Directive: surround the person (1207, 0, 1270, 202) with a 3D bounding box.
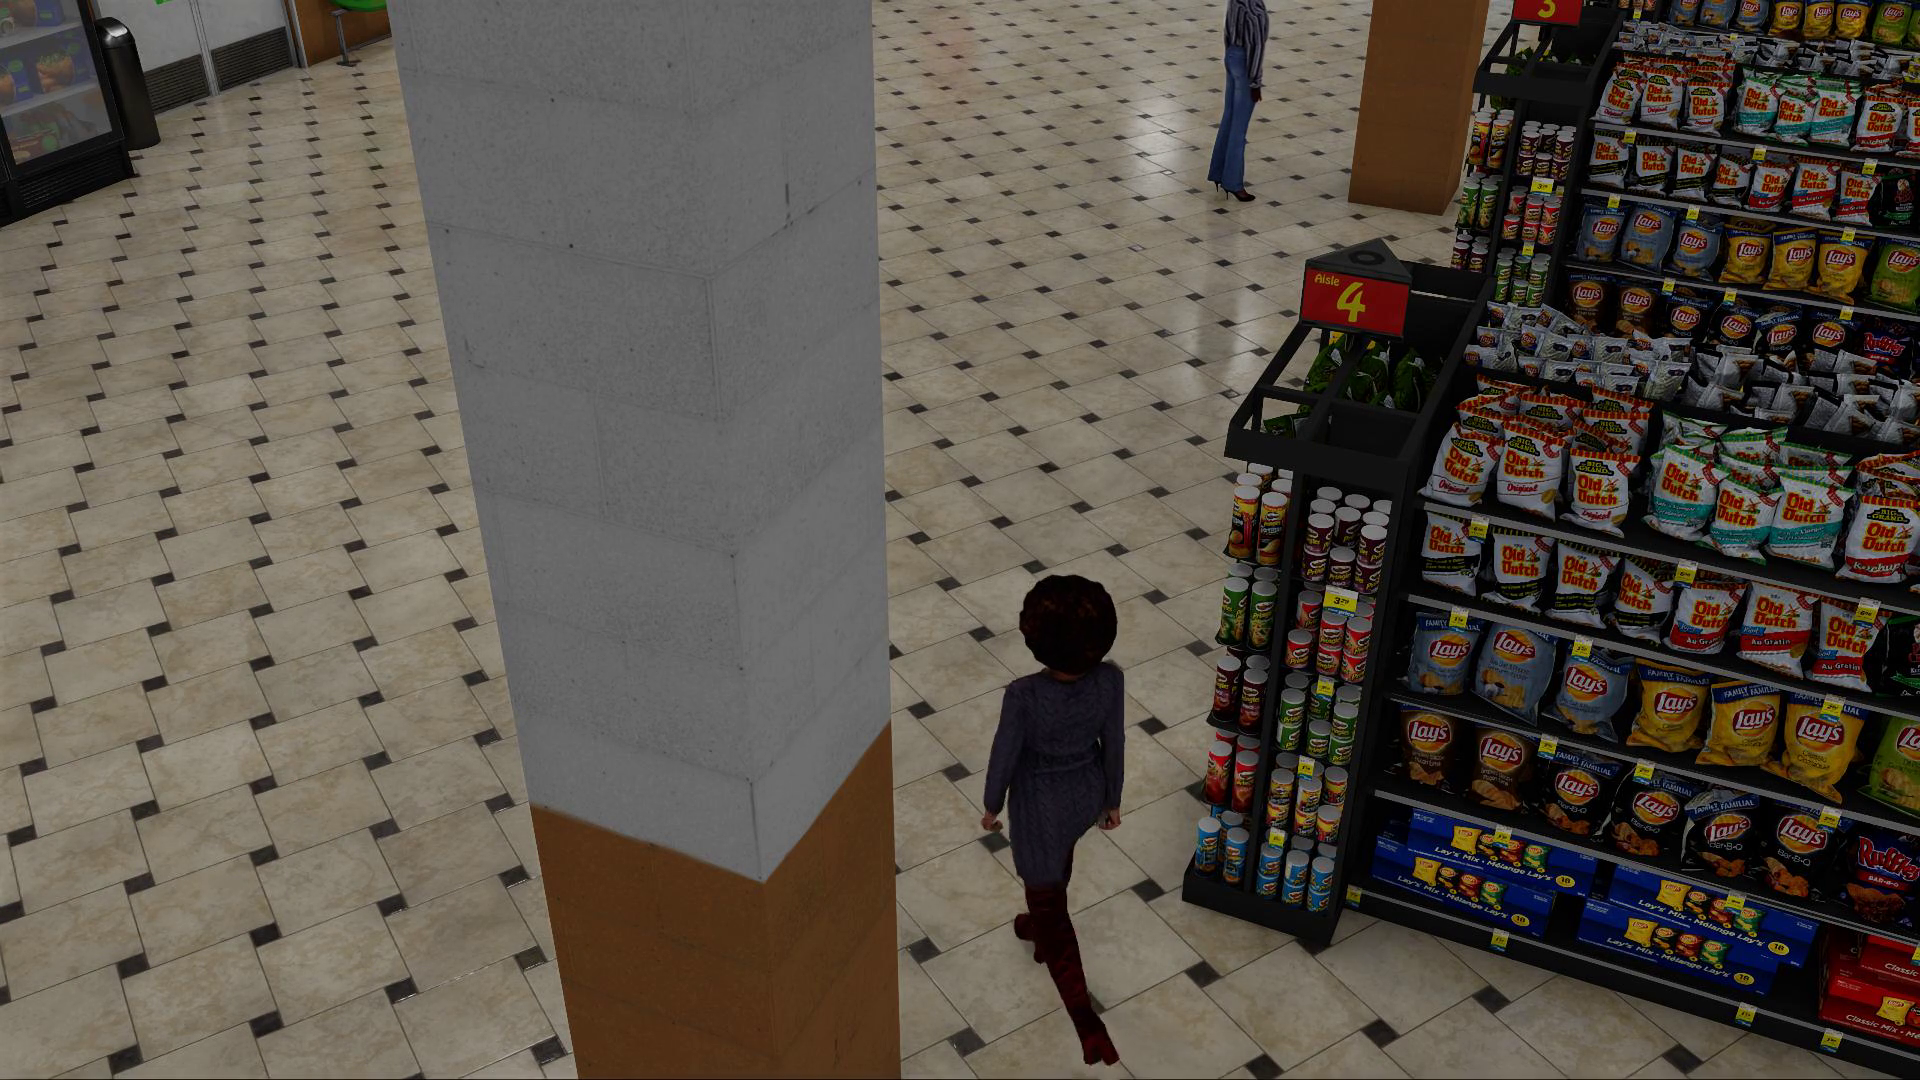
[{"bbox_3d":[2.037,-3.363,12.001,0.747,1.794,0.720,-6,32,-10],"label":"person"}]

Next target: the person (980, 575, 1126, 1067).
[{"bbox_3d":[0.337,0.911,5.243,1.071,1.677,1.128,-11,34,-17],"label":"person"}]
